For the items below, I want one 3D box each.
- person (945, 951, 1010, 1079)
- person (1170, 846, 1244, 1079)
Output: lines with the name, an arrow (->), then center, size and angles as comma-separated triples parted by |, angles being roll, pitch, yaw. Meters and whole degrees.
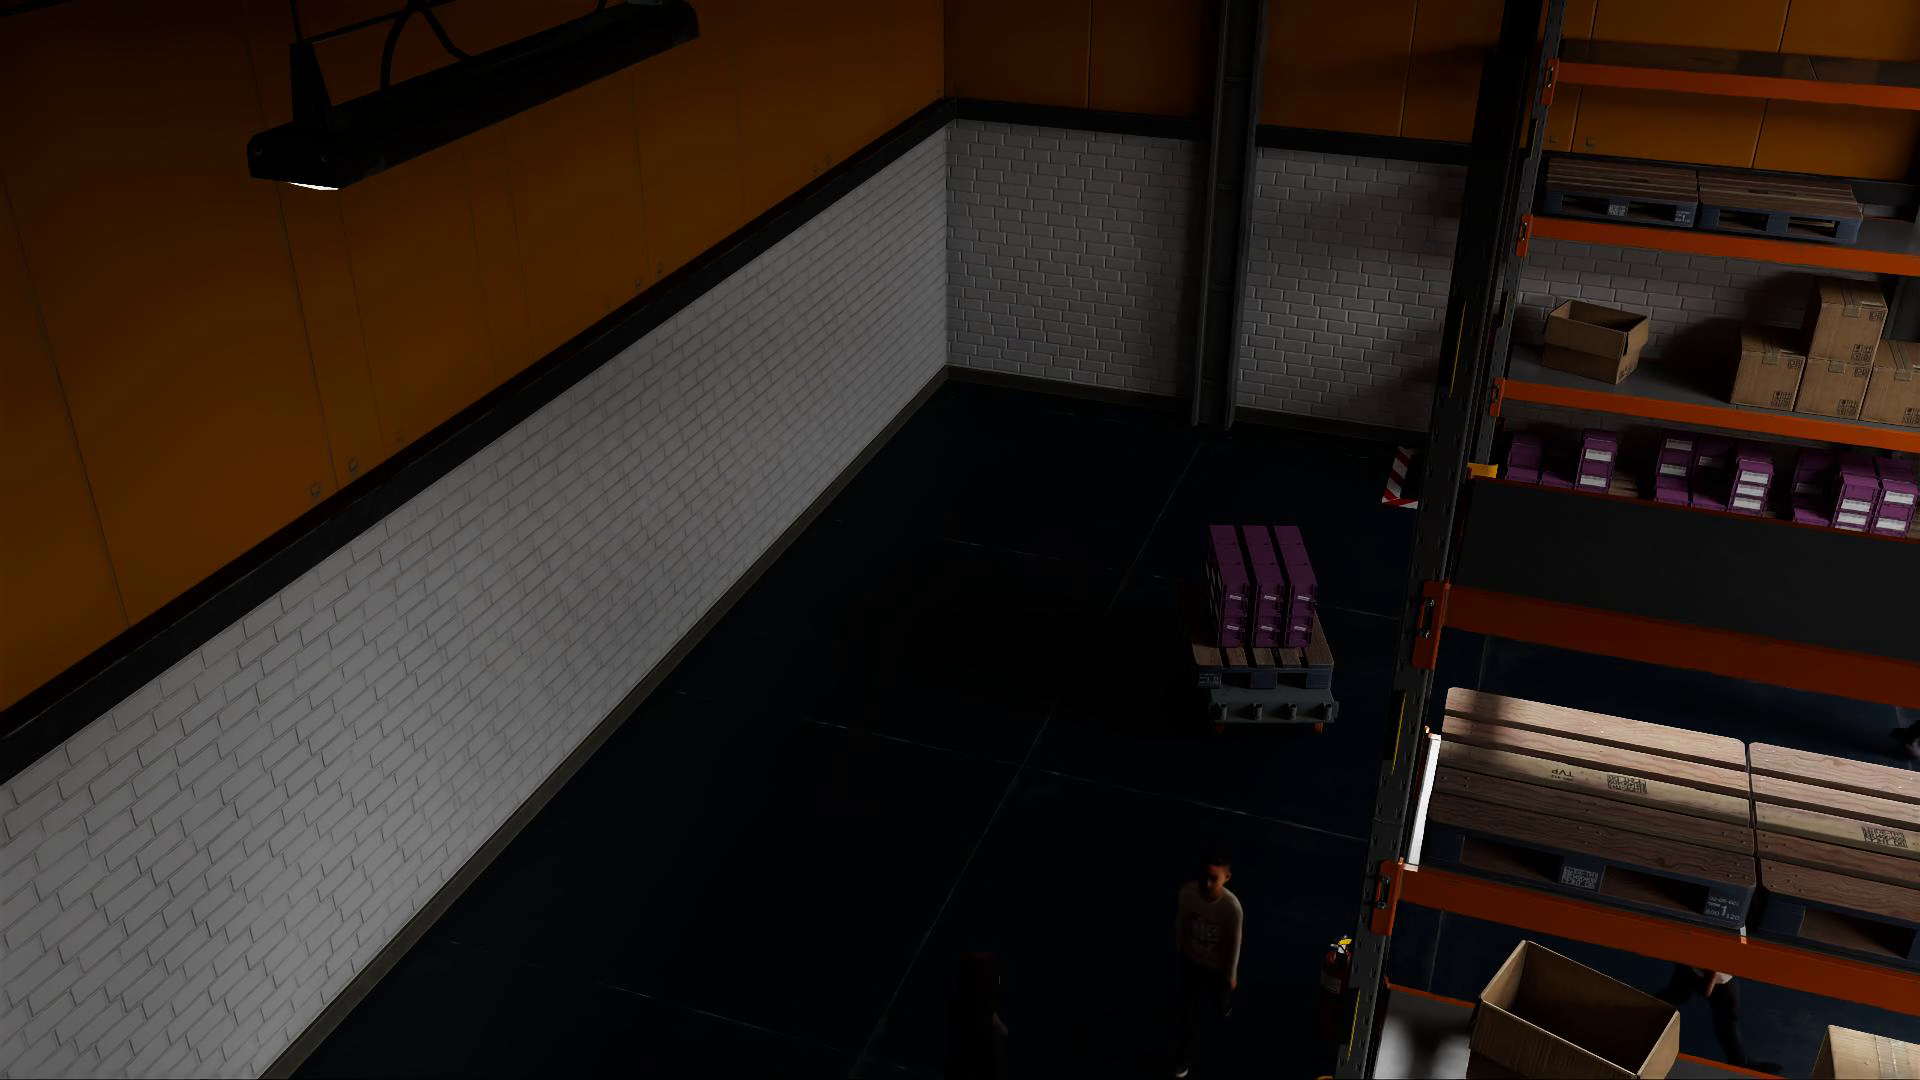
person -> 0.007, 2.742, 8.212 | 1.080, 1.611, 1.044 | -12, 31, -22
person -> 1.401, 2.279, 9.233 | 0.813, 1.447, 0.630 | 13, 31, 22
